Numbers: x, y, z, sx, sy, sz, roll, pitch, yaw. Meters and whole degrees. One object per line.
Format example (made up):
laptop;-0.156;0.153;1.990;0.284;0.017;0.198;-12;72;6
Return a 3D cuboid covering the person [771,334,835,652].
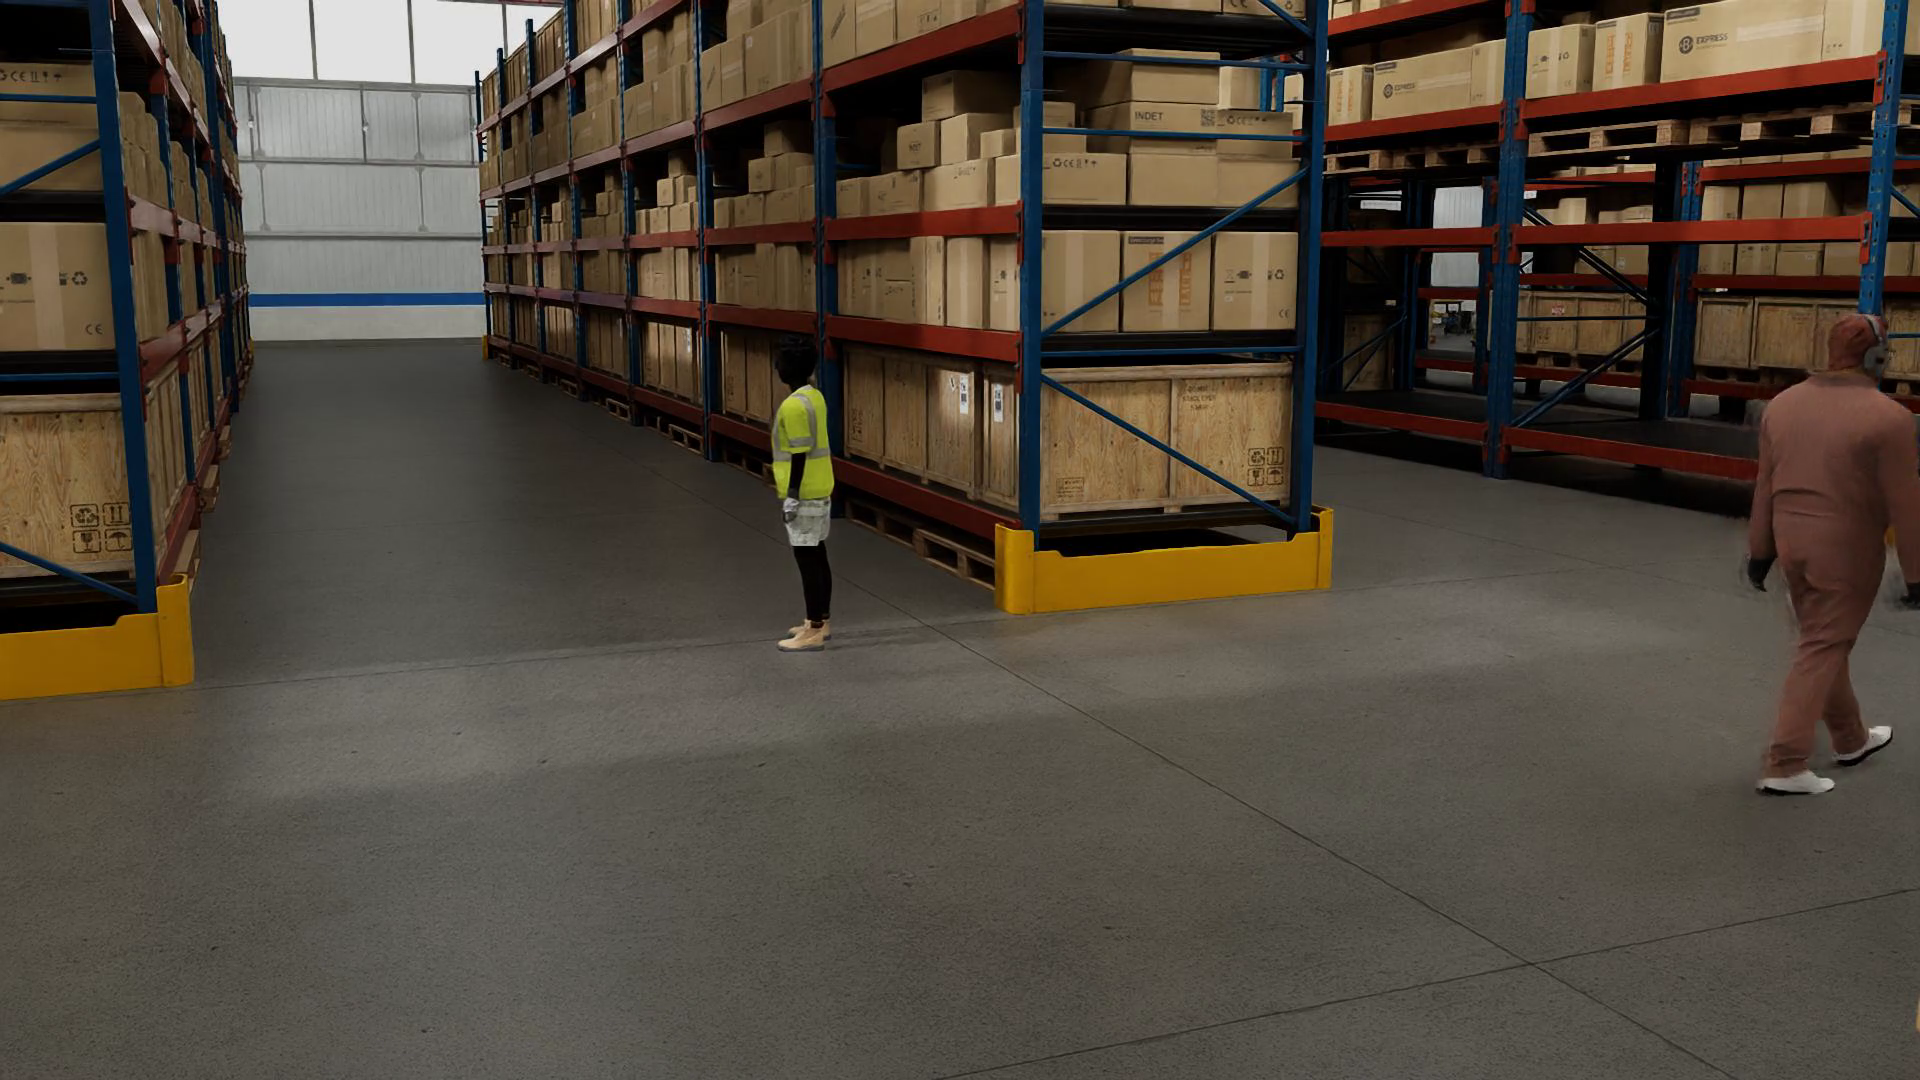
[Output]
person;-0.840;-0.250;8.895;0.321;1.696;0.537;1;10;8

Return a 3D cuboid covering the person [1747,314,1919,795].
person;3.537;0.058;6.544;0.930;1.866;0.668;-3;10;-18
